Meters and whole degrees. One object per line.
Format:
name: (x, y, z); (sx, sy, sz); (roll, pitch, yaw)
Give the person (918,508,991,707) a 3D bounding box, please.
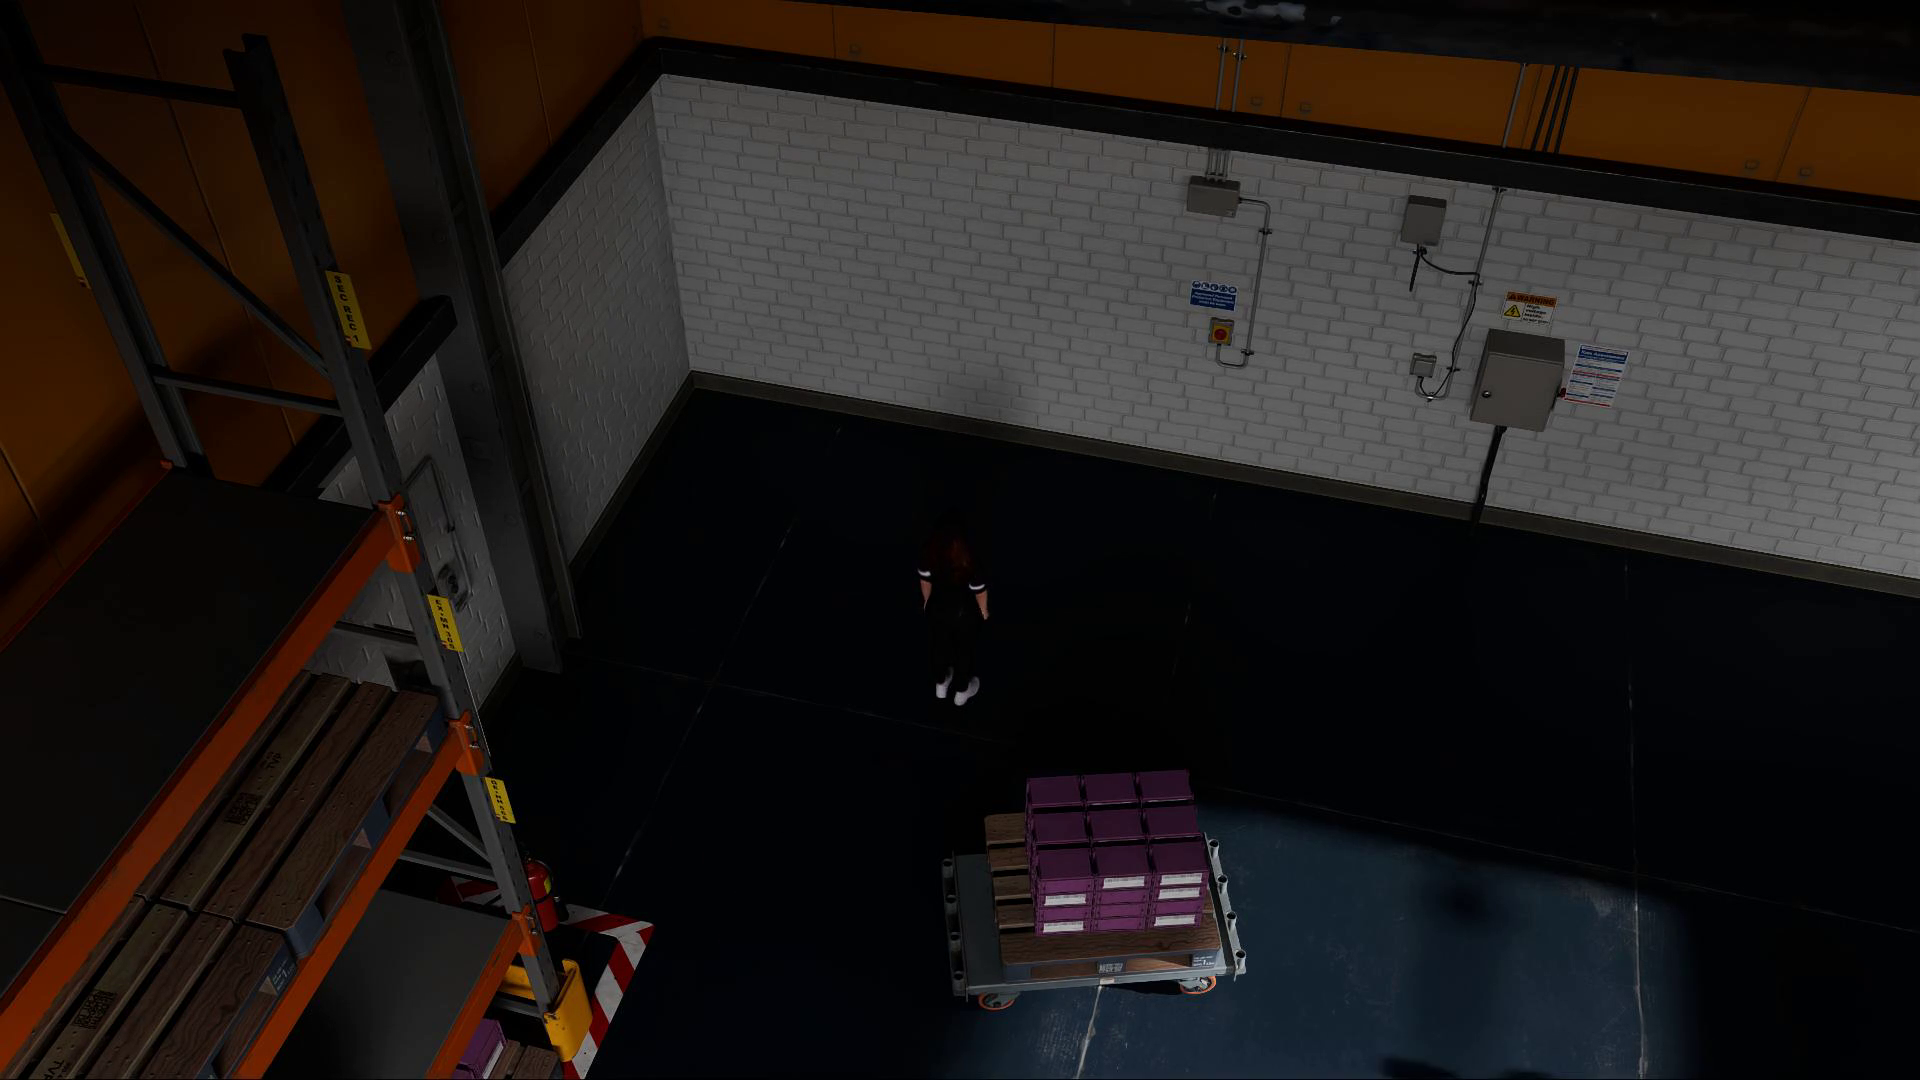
person: (-0.039, 0.449, 10.610); (0.632, 1.639, 0.612); (16, 46, 17)
